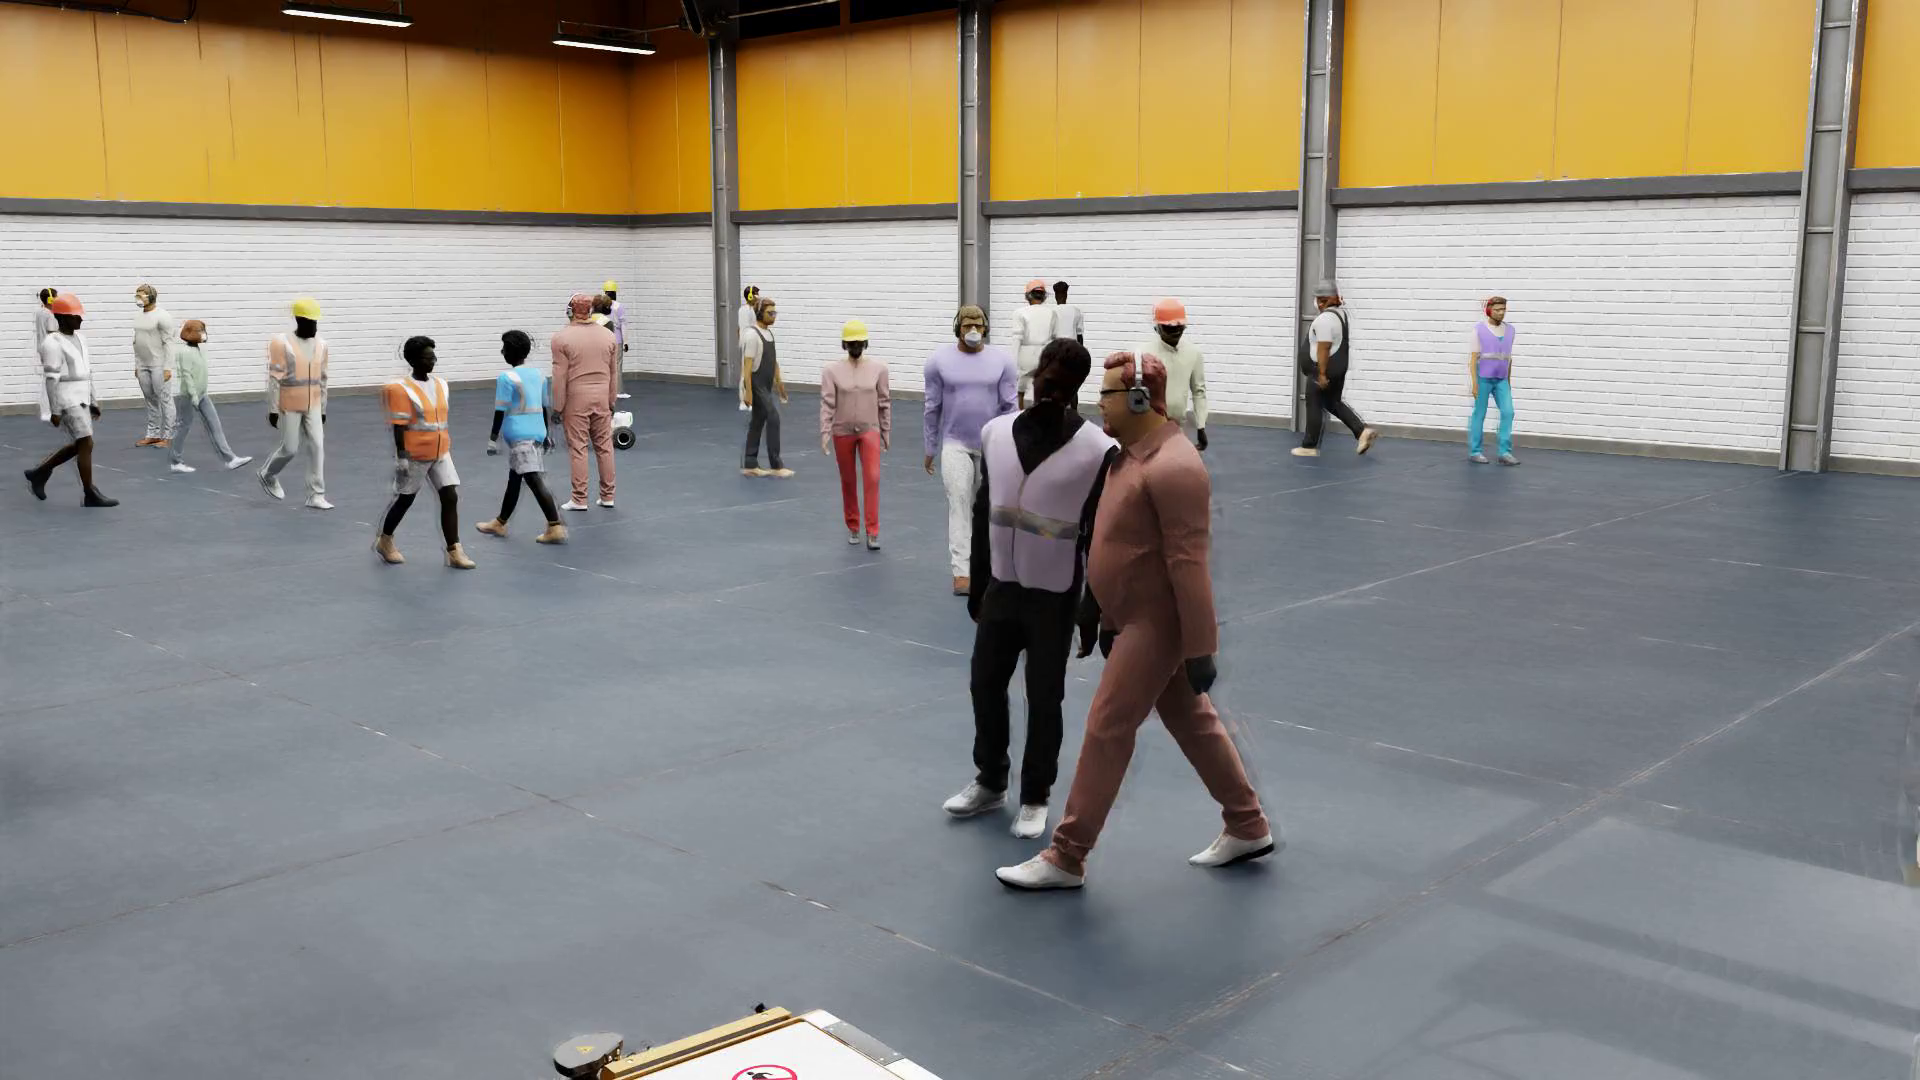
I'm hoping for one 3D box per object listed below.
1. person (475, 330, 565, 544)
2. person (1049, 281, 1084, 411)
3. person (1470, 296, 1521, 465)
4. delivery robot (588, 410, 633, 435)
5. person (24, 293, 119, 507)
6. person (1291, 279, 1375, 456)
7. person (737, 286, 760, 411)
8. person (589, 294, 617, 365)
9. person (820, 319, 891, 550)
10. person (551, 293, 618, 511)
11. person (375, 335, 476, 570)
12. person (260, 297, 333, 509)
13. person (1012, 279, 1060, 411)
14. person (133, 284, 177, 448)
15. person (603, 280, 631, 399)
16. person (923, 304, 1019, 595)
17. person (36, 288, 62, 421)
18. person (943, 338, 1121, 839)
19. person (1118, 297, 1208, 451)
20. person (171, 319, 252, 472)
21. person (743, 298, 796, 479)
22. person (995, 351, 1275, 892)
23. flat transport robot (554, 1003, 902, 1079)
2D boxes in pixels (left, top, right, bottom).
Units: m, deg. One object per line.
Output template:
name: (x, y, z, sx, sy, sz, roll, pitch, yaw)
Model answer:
person: (-3.419, -0.795, 12.874, 0.865, 1.646, 0.549, 3, 10, 18)
person: (1.358, -2.471, 22.214, 0.603, 1.958, 0.391, -2, 9, -10)
person: (5.779, -1.703, 17.908, 0.602, 1.813, 0.770, -3, 10, -20)
delivery robot: (-4.228, -1.391, 19.598, 0.707, 0.478, 0.477, -3, 10, -15)
person: (-7.964, -1.233, 14.779, 0.782, 1.912, 0.548, -1, 9, -3)
person: (4.217, -1.941, 18.713, 0.830, 2.000, 0.694, 6, 11, 35)
person: (-3.142, -2.866, 24.931, 0.327, 1.863, 0.514, -7, 11, -36)
person: (-4.646, -2.224, 21.214, 0.764, 1.806, 0.456, 7, 12, 38)
person: (-0.784, -0.785, 12.546, 0.543, 1.726, 0.822, -1, 9, -7)
person: (-3.313, -1.207, 14.620, 0.643, 1.910, 0.400, -8, 12, -42)
person: (-3.858, -0.626, 11.807, 0.836, 1.665, 0.537, 5, 11, 29)
person: (-5.918, -1.218, 14.760, 0.784, 1.887, 0.616, 6, 11, 33)
person: (0.855, -2.080, 19.677, 0.637, 1.999, 0.761, -3, 10, -17)
person: (-9.565, -2.057, 19.734, 0.627, 1.941, 0.373, 5, 10, 28)
person: (-5.694, -3.276, 27.238, 0.587, 1.930, 0.355, 3, 10, 20)
person: (0.085, -0.623, 11.103, 0.646, 1.898, 0.932, -1, 9, -4)
person: (-12.616, -2.590, 23.269, 0.564, 1.848, 0.673, 8, 12, 40)
person: (0.303, 0.188, 6.179, 0.680, 1.871, 0.362, 6, 11, 34)
person: (1.479, -0.869, 12.542, 0.637, 1.926, 0.945, -5, 11, -30)
person: (-7.885, -1.493, 17.322, 0.834, 1.584, 0.523, 0, 9, 2)
person: (-1.892, -1.518, 16.780, 0.751, 1.818, 0.532, 2, 10, 14)
person: (0.659, 0.279, 5.720, 1.024, 1.853, 0.652, -1, 9, -5)
flat transport robot: (-0.318, 1.384, 3.739, 0.652, 0.197, 1.431, -8, 12, -39)
